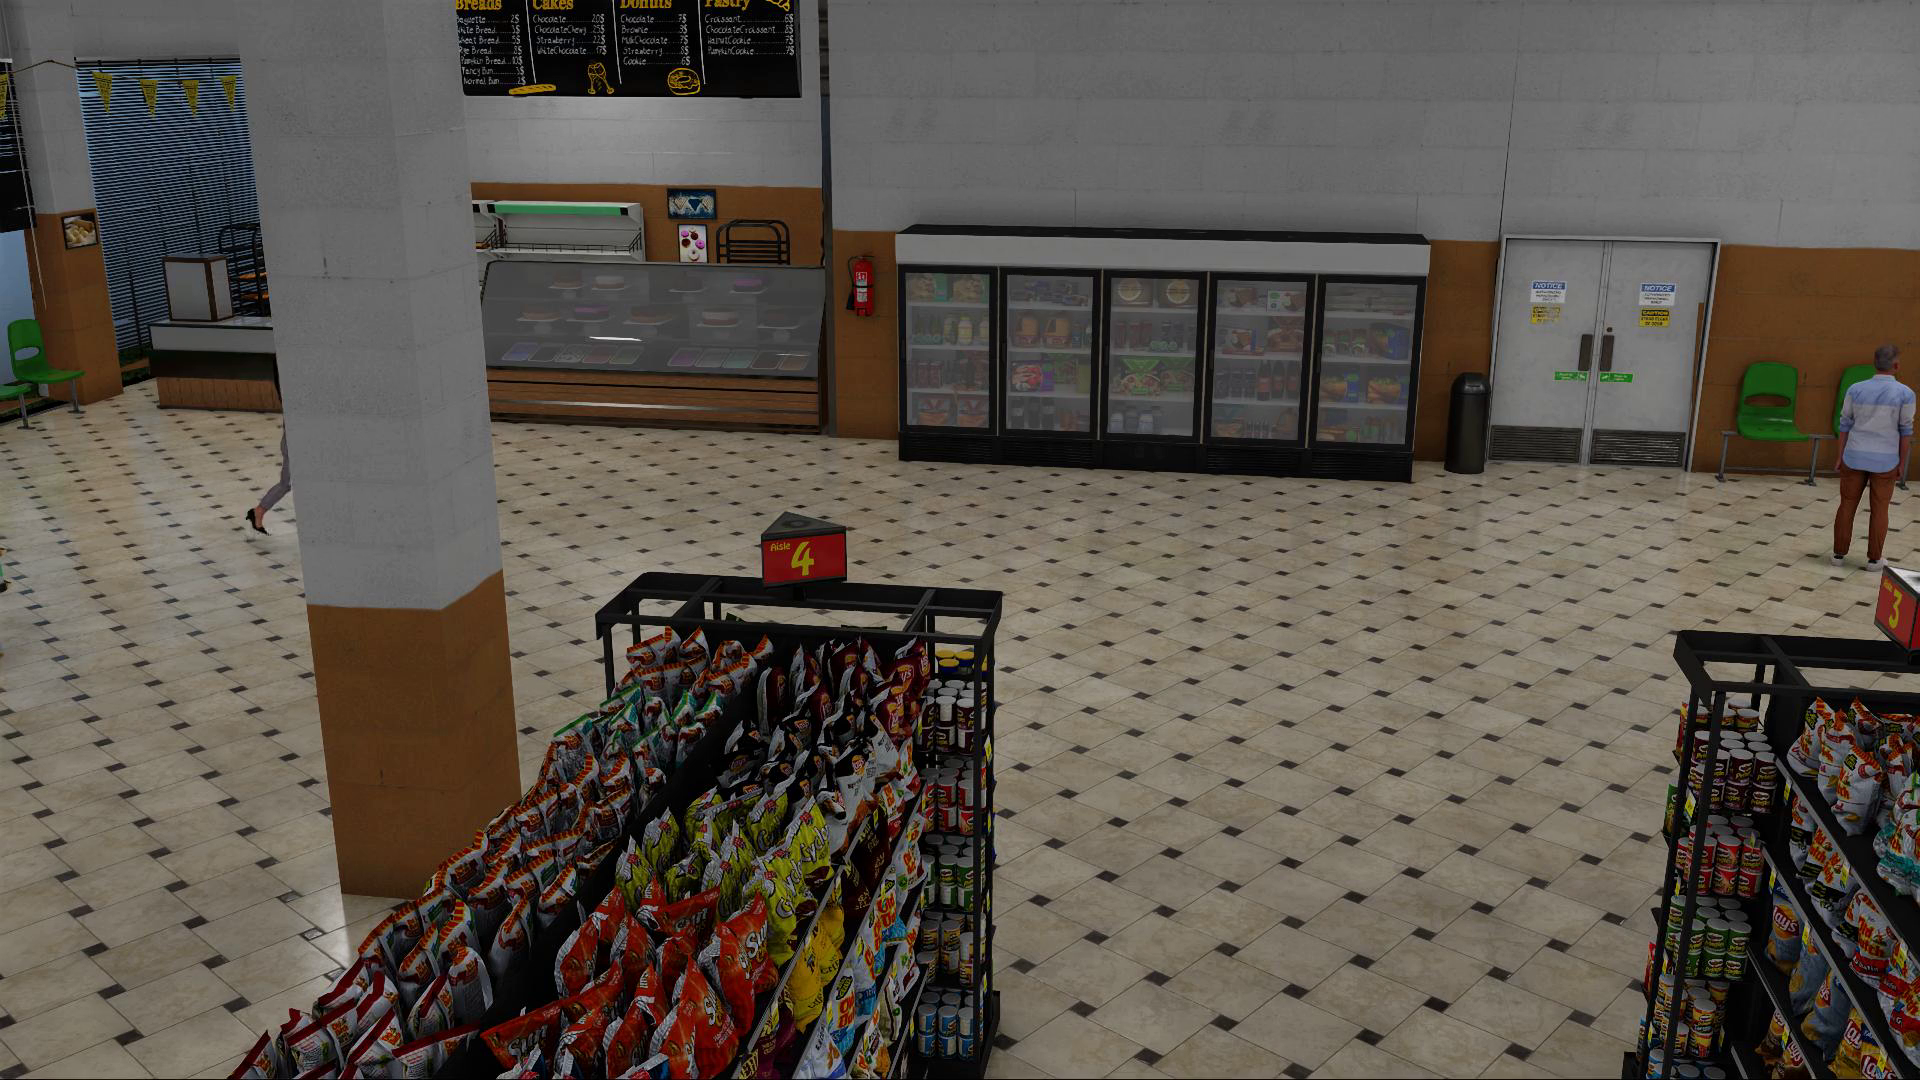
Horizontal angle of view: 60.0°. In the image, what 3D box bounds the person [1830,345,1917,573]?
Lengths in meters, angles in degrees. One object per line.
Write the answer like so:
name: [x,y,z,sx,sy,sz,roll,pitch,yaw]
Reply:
person: [7.353,-0.667,13.417,0.766,1.824,0.735,12,21,35]
